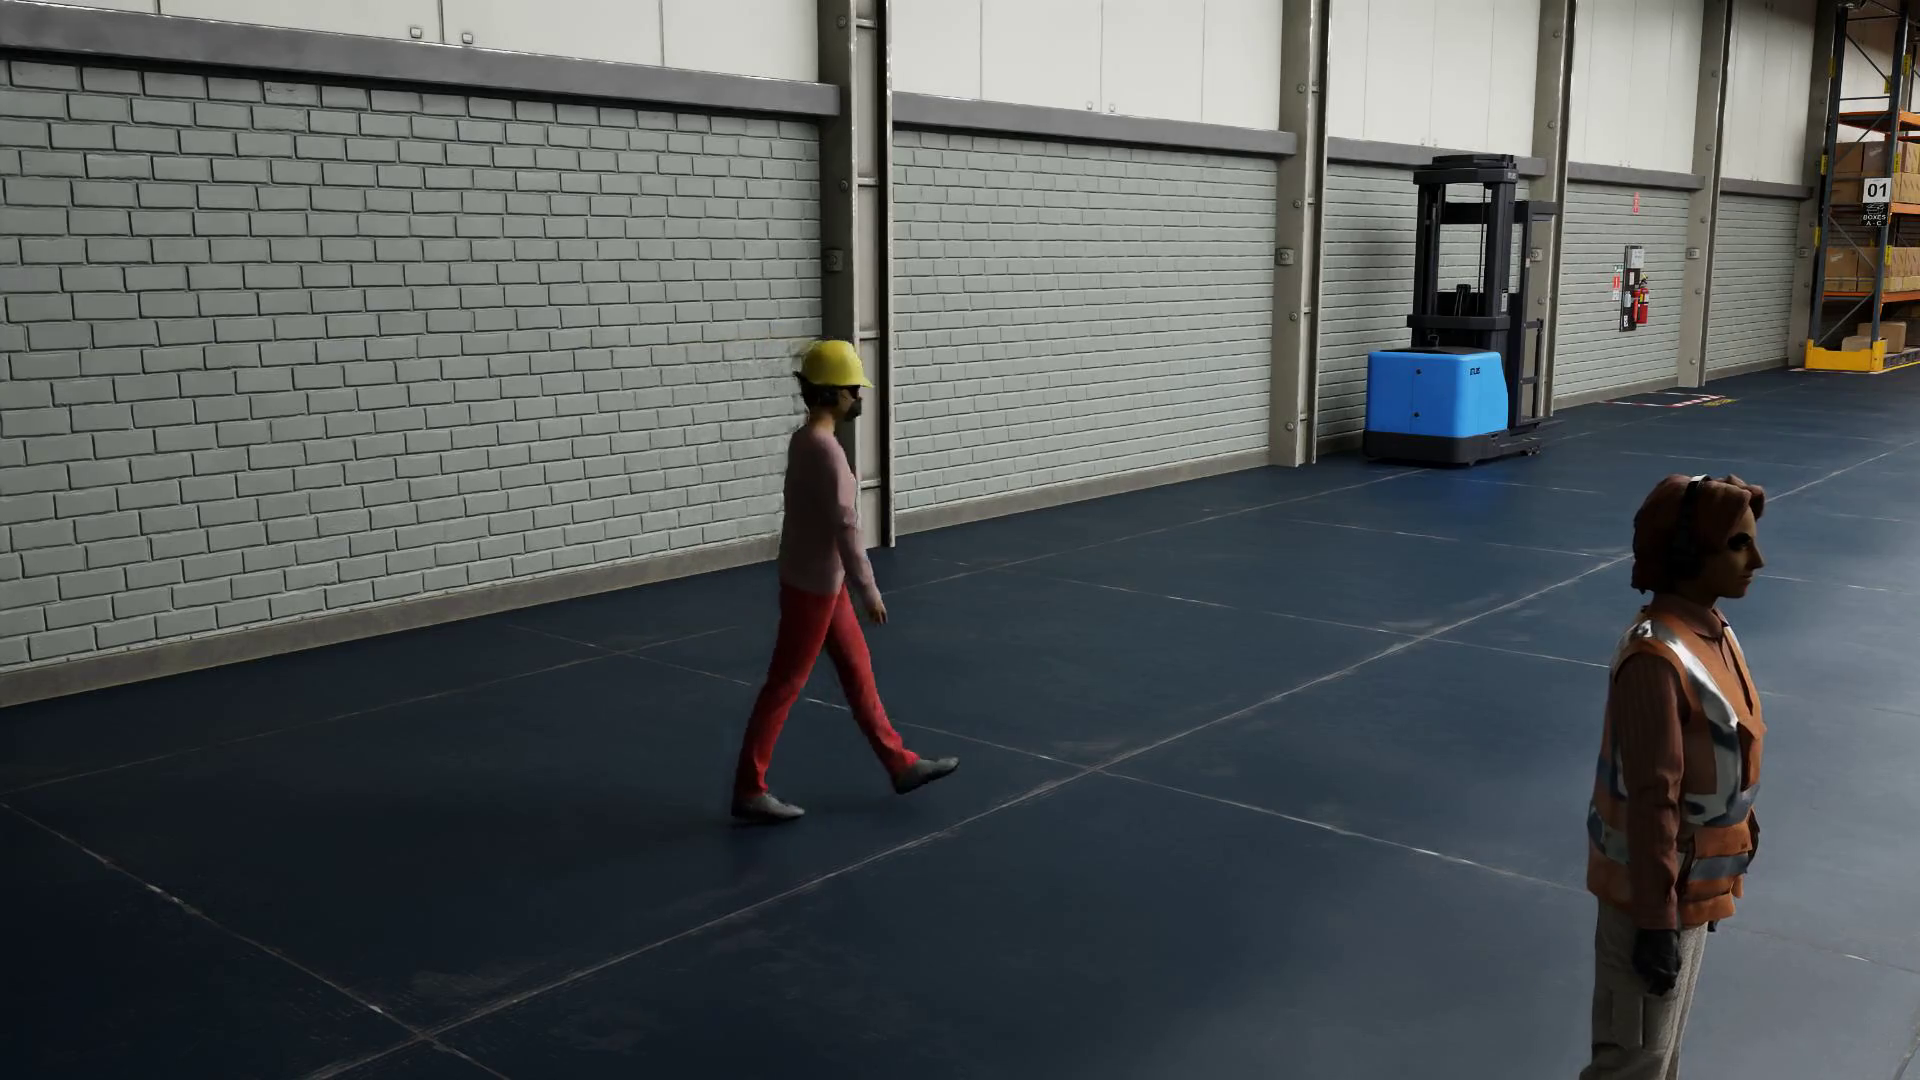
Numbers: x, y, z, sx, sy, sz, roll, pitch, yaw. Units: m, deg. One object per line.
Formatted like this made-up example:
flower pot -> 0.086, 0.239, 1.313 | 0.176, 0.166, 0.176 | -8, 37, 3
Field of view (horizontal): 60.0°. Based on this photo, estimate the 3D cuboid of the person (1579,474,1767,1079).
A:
person -> 1.359, 0.685, 3.202 | 0.307, 1.641, 0.513 | 6, 12, 31

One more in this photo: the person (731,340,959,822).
person -> -0.428, 0.154, 5.976 | 0.904, 1.721, 0.525 | -2, 10, -10

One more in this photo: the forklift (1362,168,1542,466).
forklift -> 4.875, -2.212, 16.287 | 1.129, 2.768, 1.873 | 8, 13, 40
